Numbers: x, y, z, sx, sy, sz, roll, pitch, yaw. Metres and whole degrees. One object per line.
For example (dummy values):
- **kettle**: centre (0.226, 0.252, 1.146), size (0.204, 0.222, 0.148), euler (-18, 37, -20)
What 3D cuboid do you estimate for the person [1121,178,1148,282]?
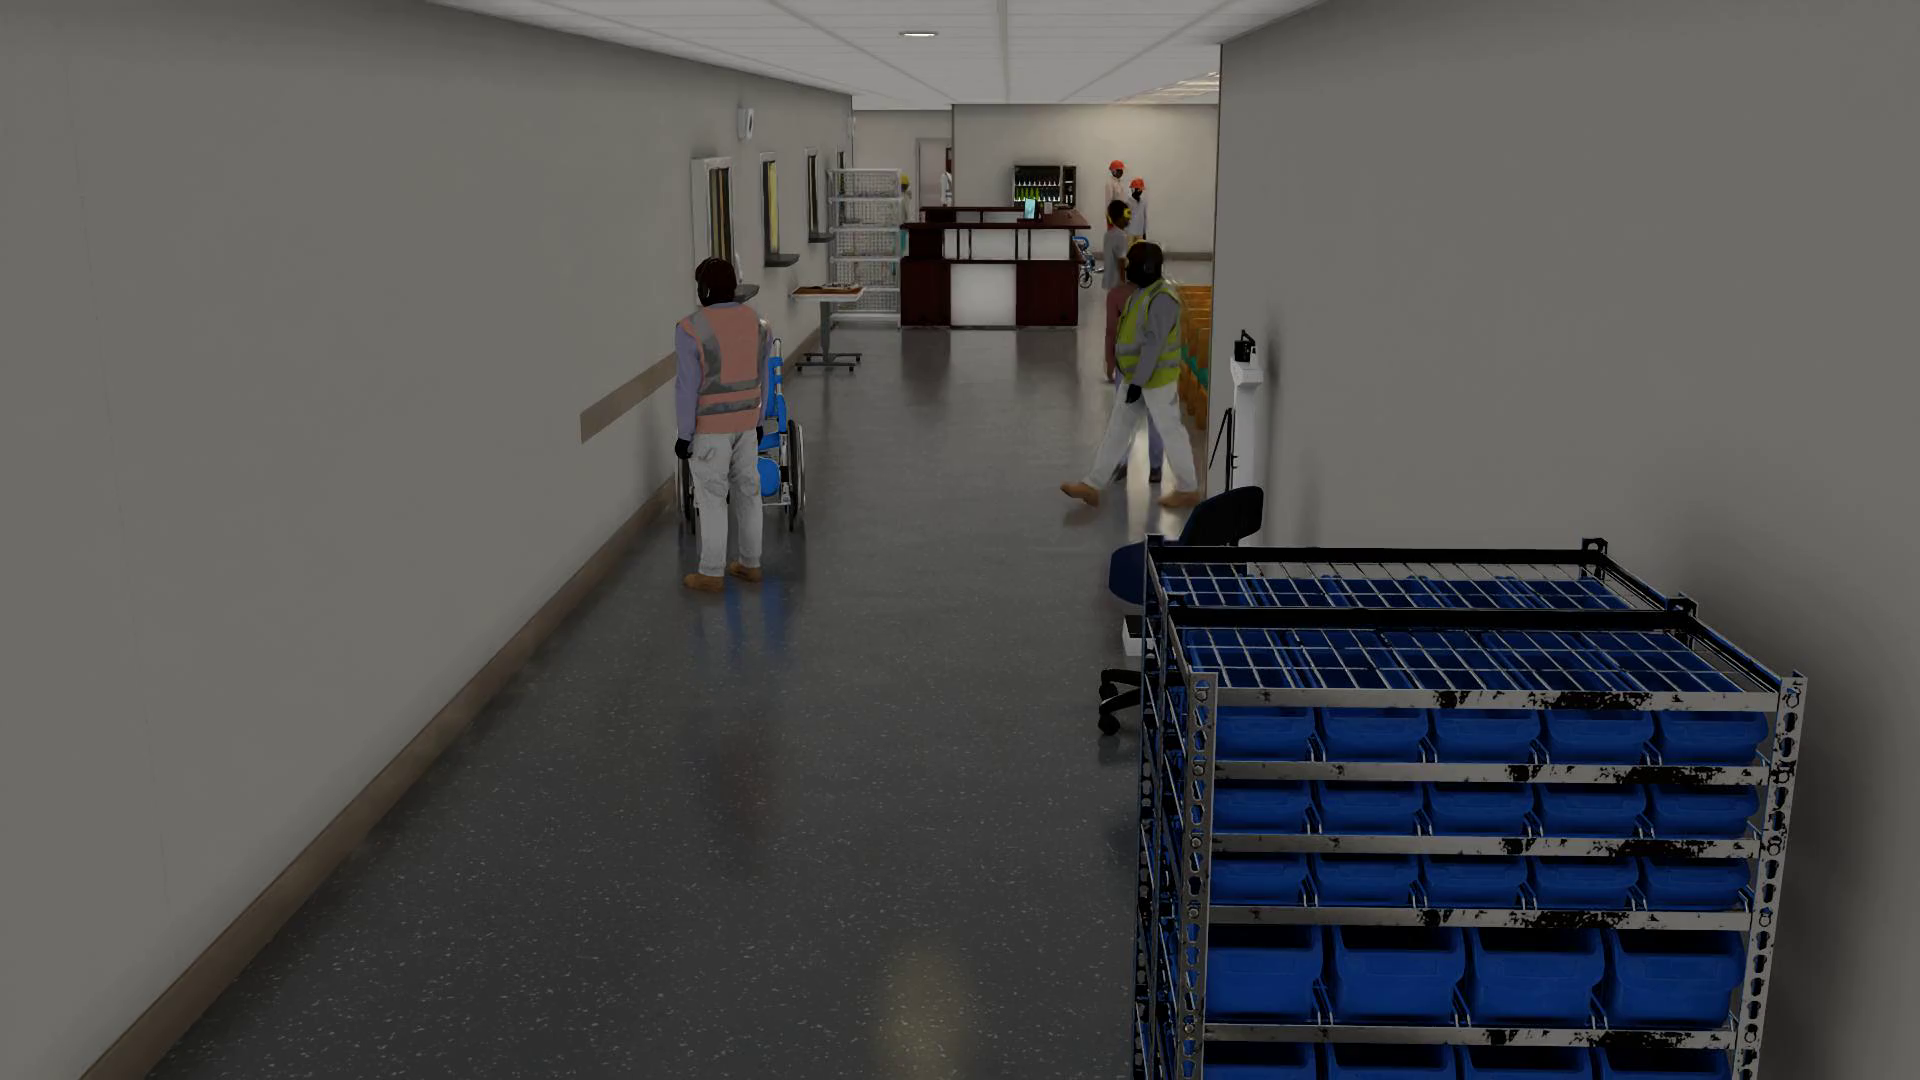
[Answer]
- **person**: centre (2.918, -5.149, 27.736), size (0.564, 1.743, 0.352), euler (-10, 17, -34)

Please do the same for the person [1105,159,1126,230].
- **person**: centre (2.851, -5.965, 30.531), size (0.382, 1.995, 0.612), euler (6, 15, 22)

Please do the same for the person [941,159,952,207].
- **person**: centre (-0.243, -7.677, 37.712), size (0.354, 1.880, 0.576), euler (7, 15, 26)

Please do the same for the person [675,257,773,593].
- **person**: centre (-1.328, -0.631, 9.201), size (0.429, 1.844, 0.626), euler (12, 18, 41)

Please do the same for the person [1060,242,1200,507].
- **person**: centre (1.197, -1.090, 11.162), size (0.960, 1.790, 0.622), euler (-3, 14, -14)

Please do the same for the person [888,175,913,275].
- **person**: centre (-1.018, -5.578, 29.475), size (0.565, 1.749, 0.529), euler (-10, 17, -35)

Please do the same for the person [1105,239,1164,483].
- **person**: centre (1.303, -1.287, 12.039), size (0.518, 1.757, 0.336), euler (3, 14, 11)

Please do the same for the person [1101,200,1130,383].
- **person**: centre (1.603, -2.523, 16.917), size (0.336, 1.834, 0.631), euler (-3, 14, -13)
